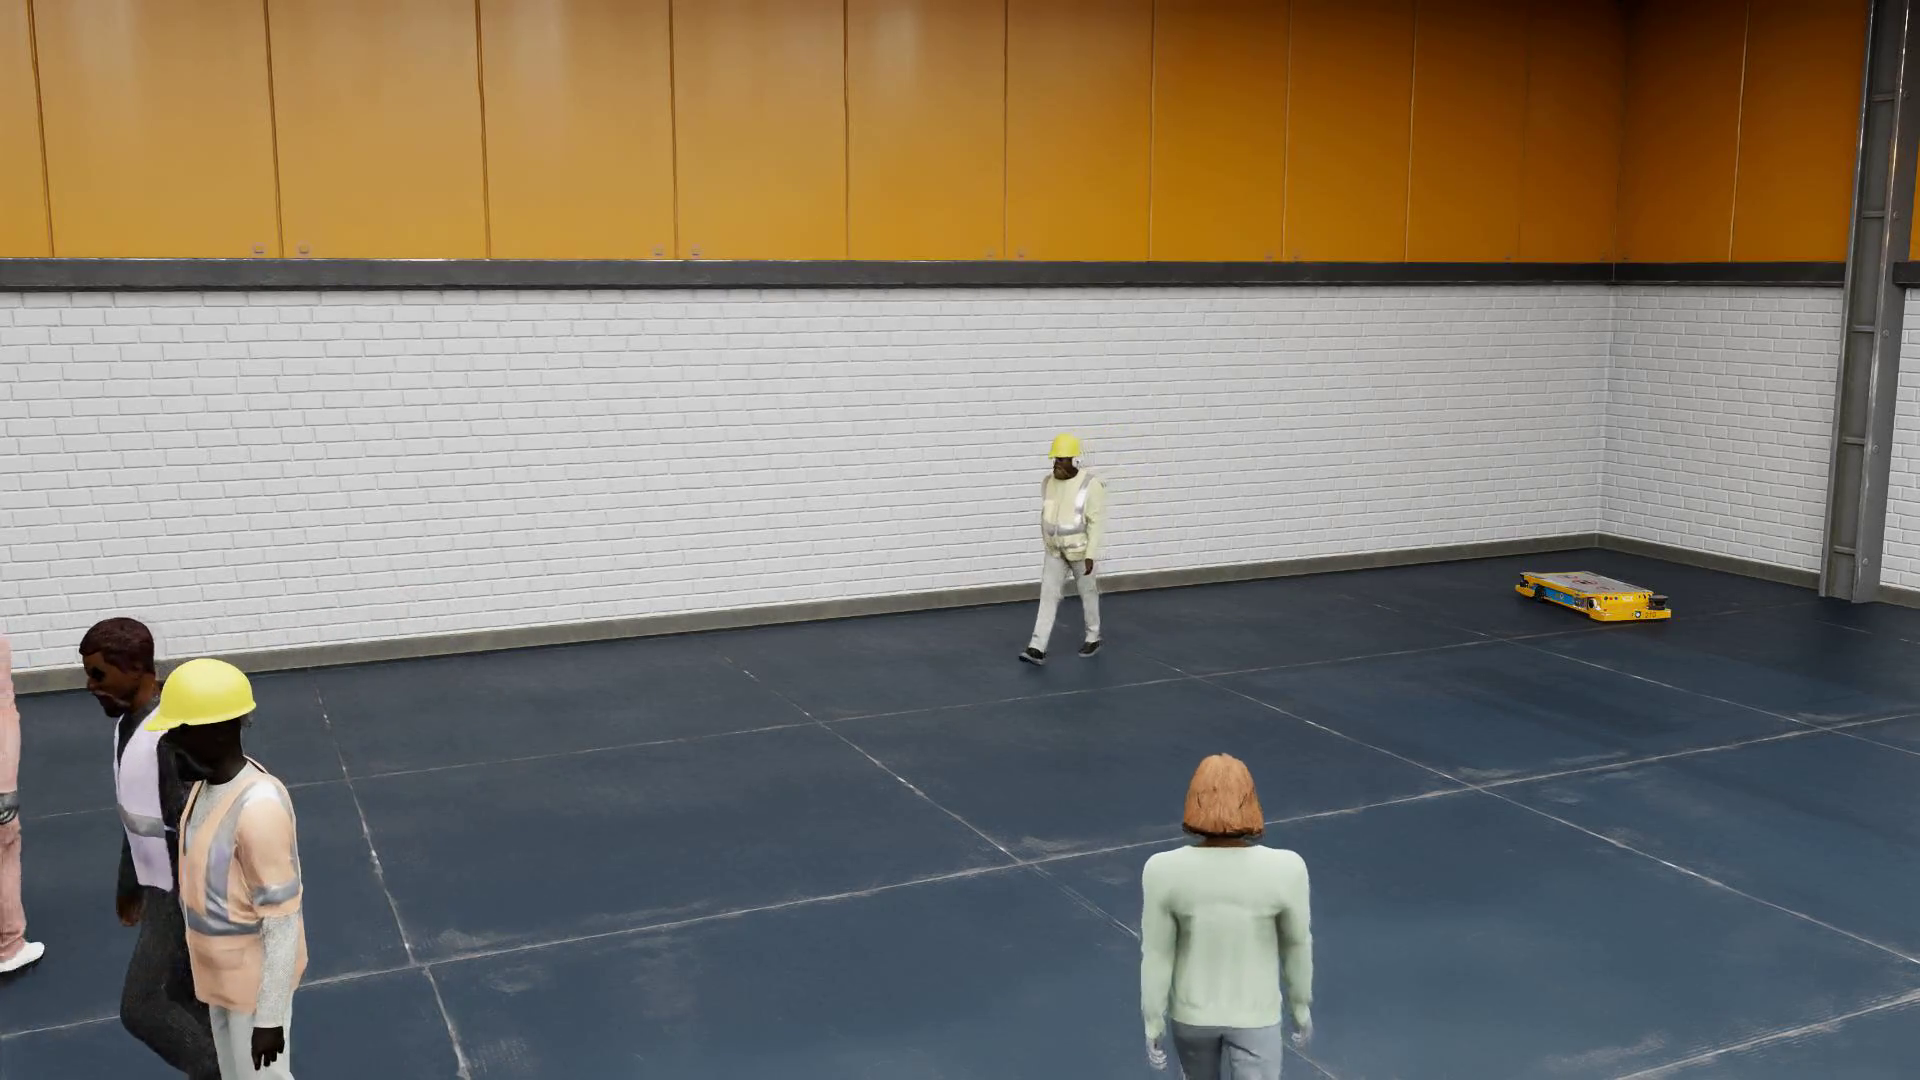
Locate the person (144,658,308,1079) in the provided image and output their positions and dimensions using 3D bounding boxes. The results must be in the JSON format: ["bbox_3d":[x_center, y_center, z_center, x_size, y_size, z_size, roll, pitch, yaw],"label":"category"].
[{"bbox_3d":[-2.142,1.289,4.921,0.381,1.924,0.594,-7,12,-38],"label":"person"}]

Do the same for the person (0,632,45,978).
[{"bbox_3d":[-4.212,0.992,6.926,0.667,1.869,0.797,-2,9,-13],"label":"person"}]

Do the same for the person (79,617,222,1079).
[{"bbox_3d":[-2.685,1.184,5.669,0.455,1.892,0.638,-7,11,-35],"label":"person"}]

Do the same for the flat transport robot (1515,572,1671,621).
[{"bbox_3d":[5.691,0.489,15.010,0.652,0.197,1.431,-2,9,-12],"label":"flat transport robot"}]

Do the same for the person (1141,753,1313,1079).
[{"bbox_3d":[0.784,1.442,4.964,0.510,1.606,0.751,2,9,14],"label":"person"}]

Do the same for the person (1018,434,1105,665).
[{"bbox_3d":[0.830,0.077,12.888,0.602,1.784,0.921,6,11,35],"label":"person"}]
